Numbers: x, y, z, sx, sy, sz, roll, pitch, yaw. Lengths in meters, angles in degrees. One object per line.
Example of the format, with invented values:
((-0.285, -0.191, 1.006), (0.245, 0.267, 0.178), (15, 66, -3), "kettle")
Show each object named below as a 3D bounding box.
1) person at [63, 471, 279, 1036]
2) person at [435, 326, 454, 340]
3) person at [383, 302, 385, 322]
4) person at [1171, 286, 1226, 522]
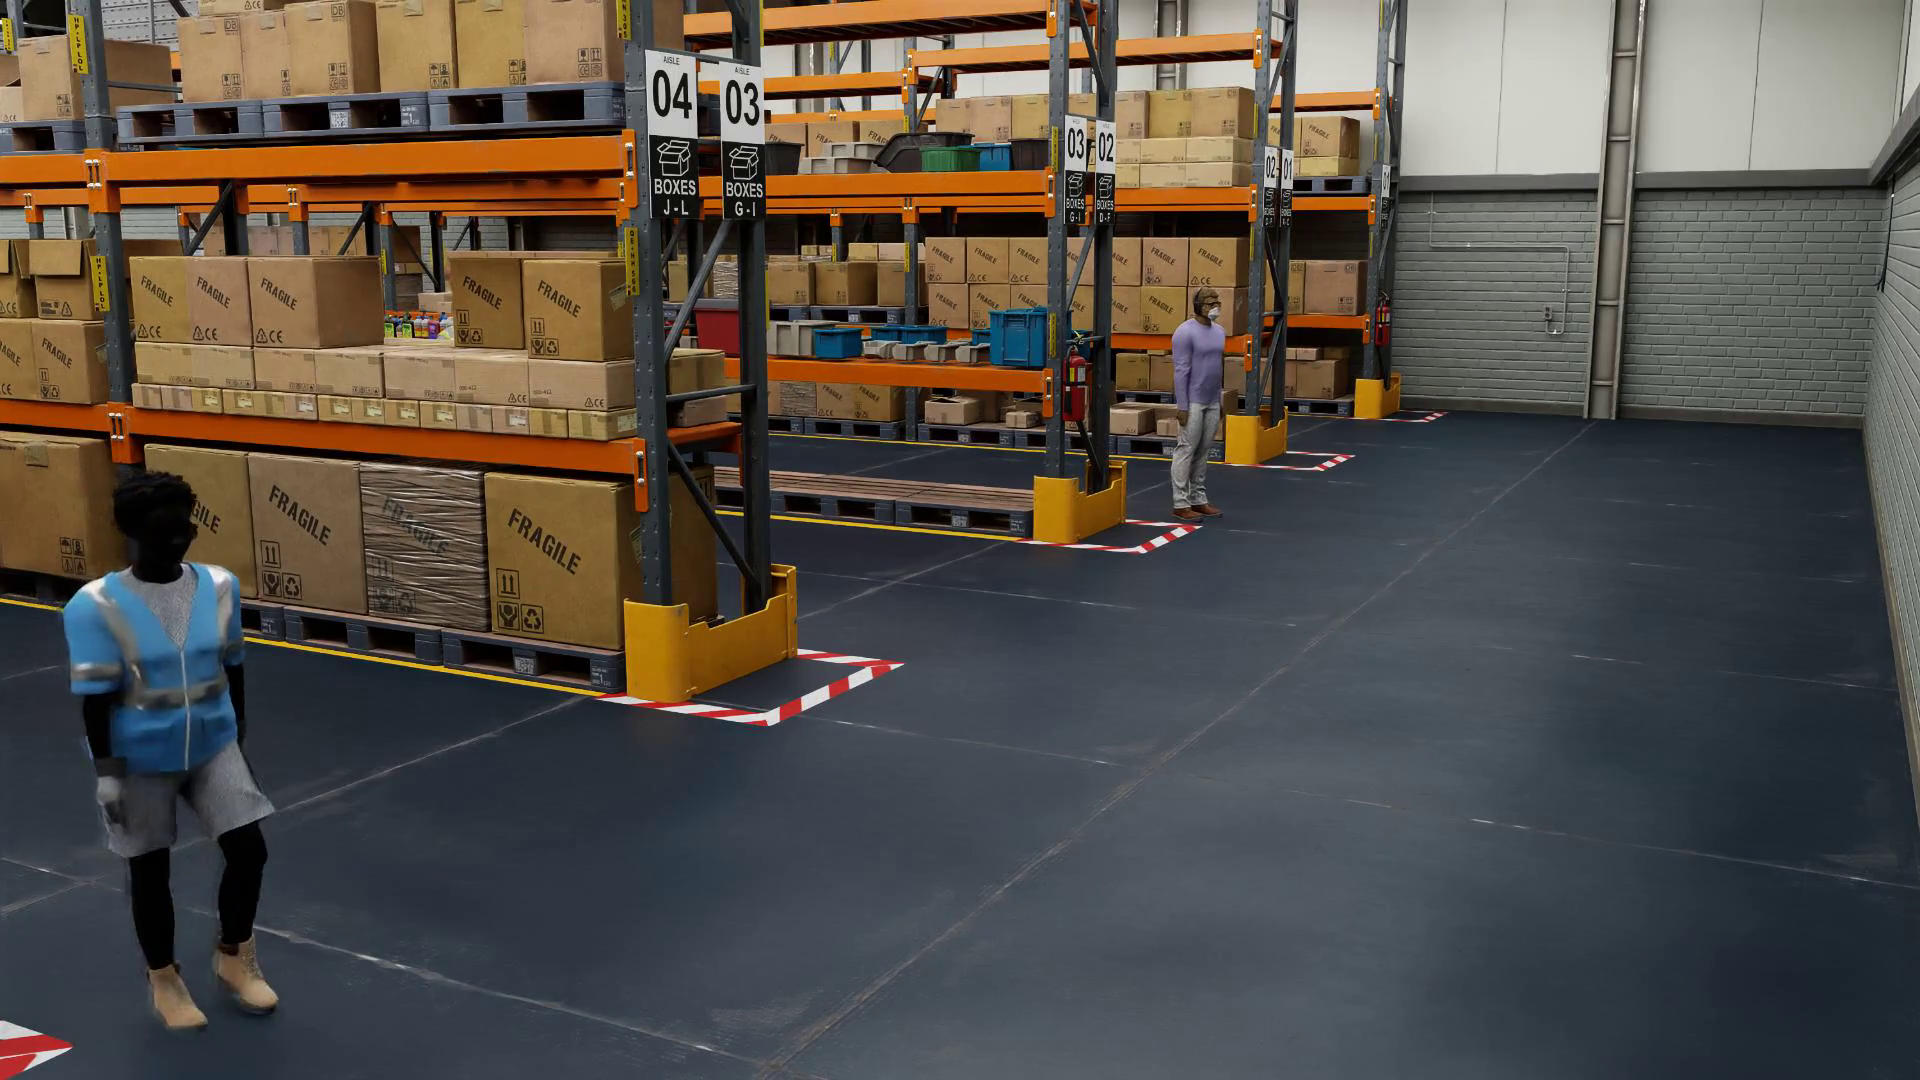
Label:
((-2.273, 0.637, 4.835), (0.451, 1.683, 0.542), (9, 14, 41), "person")
((-4.127, -1.140, 14.120), (0.429, 1.839, 0.623), (7, 13, 34), "person")
((-4.955, -1.091, 13.870), (0.402, 1.834, 0.567), (-2, 11, -9), "person")
((1.989, -1.128, 13.772), (0.378, 1.940, 0.629), (10, 14, 42), "person")
